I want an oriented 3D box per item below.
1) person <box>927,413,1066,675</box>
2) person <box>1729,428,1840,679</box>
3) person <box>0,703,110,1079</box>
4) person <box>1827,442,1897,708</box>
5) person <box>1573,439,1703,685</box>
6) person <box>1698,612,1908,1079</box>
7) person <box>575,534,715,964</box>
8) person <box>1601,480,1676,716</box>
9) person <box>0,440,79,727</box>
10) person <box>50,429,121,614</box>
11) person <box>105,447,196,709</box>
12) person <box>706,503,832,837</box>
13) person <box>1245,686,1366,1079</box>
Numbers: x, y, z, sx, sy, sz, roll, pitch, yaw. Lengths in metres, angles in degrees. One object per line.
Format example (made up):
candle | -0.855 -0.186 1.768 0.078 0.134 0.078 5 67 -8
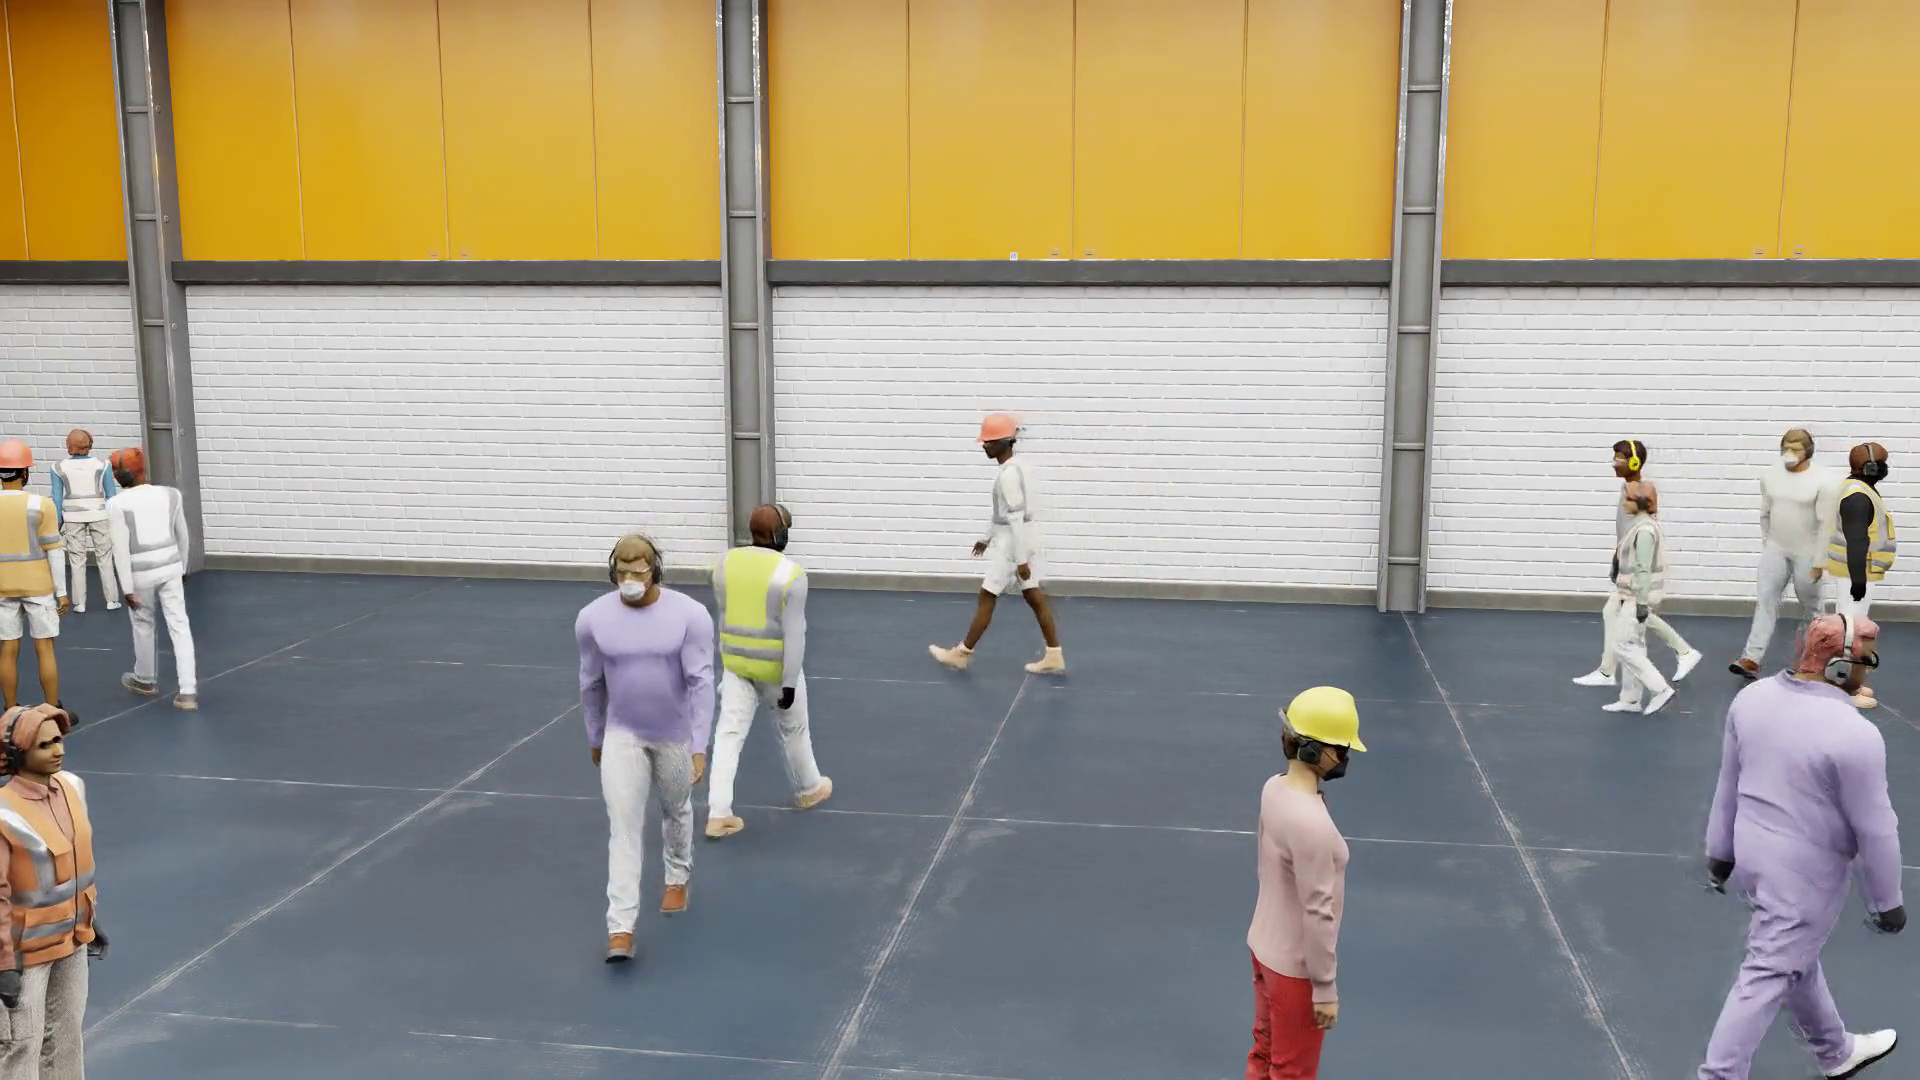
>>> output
person | 0.306 0.040 12.428 1.074 1.974 0.625 2 9 12
person | 6.151 0.109 12.311 1.030 1.876 0.638 -6 11 -33
person | -3.007 1.340 5.463 0.311 1.642 0.512 1 9 5
person | 6.303 0.236 11.656 0.429 1.843 0.633 5 10 26
person | 5.004 0.173 12.129 0.870 1.831 0.533 1 9 8
person | 3.040 1.164 5.881 0.971 1.861 0.661 -2 9 -11
person | -1.411 0.894 7.502 0.629 1.880 1.032 0 9 -2
person | 4.607 0.405 11.284 0.387 1.631 0.530 3 10 21
person | -6.129 0.312 10.890 0.545 1.939 0.354 -1 9 -8
person | -7.737 -0.163 14.732 0.513 1.642 0.313 -4 10 -23
person | -5.636 0.259 11.598 0.992 1.825 0.620 8 12 39
person | -1.077 0.685 9.102 0.618 1.787 1.007 4 10 24
person | 1.078 1.321 5.224 0.335 1.759 0.523 -1 9 -4
